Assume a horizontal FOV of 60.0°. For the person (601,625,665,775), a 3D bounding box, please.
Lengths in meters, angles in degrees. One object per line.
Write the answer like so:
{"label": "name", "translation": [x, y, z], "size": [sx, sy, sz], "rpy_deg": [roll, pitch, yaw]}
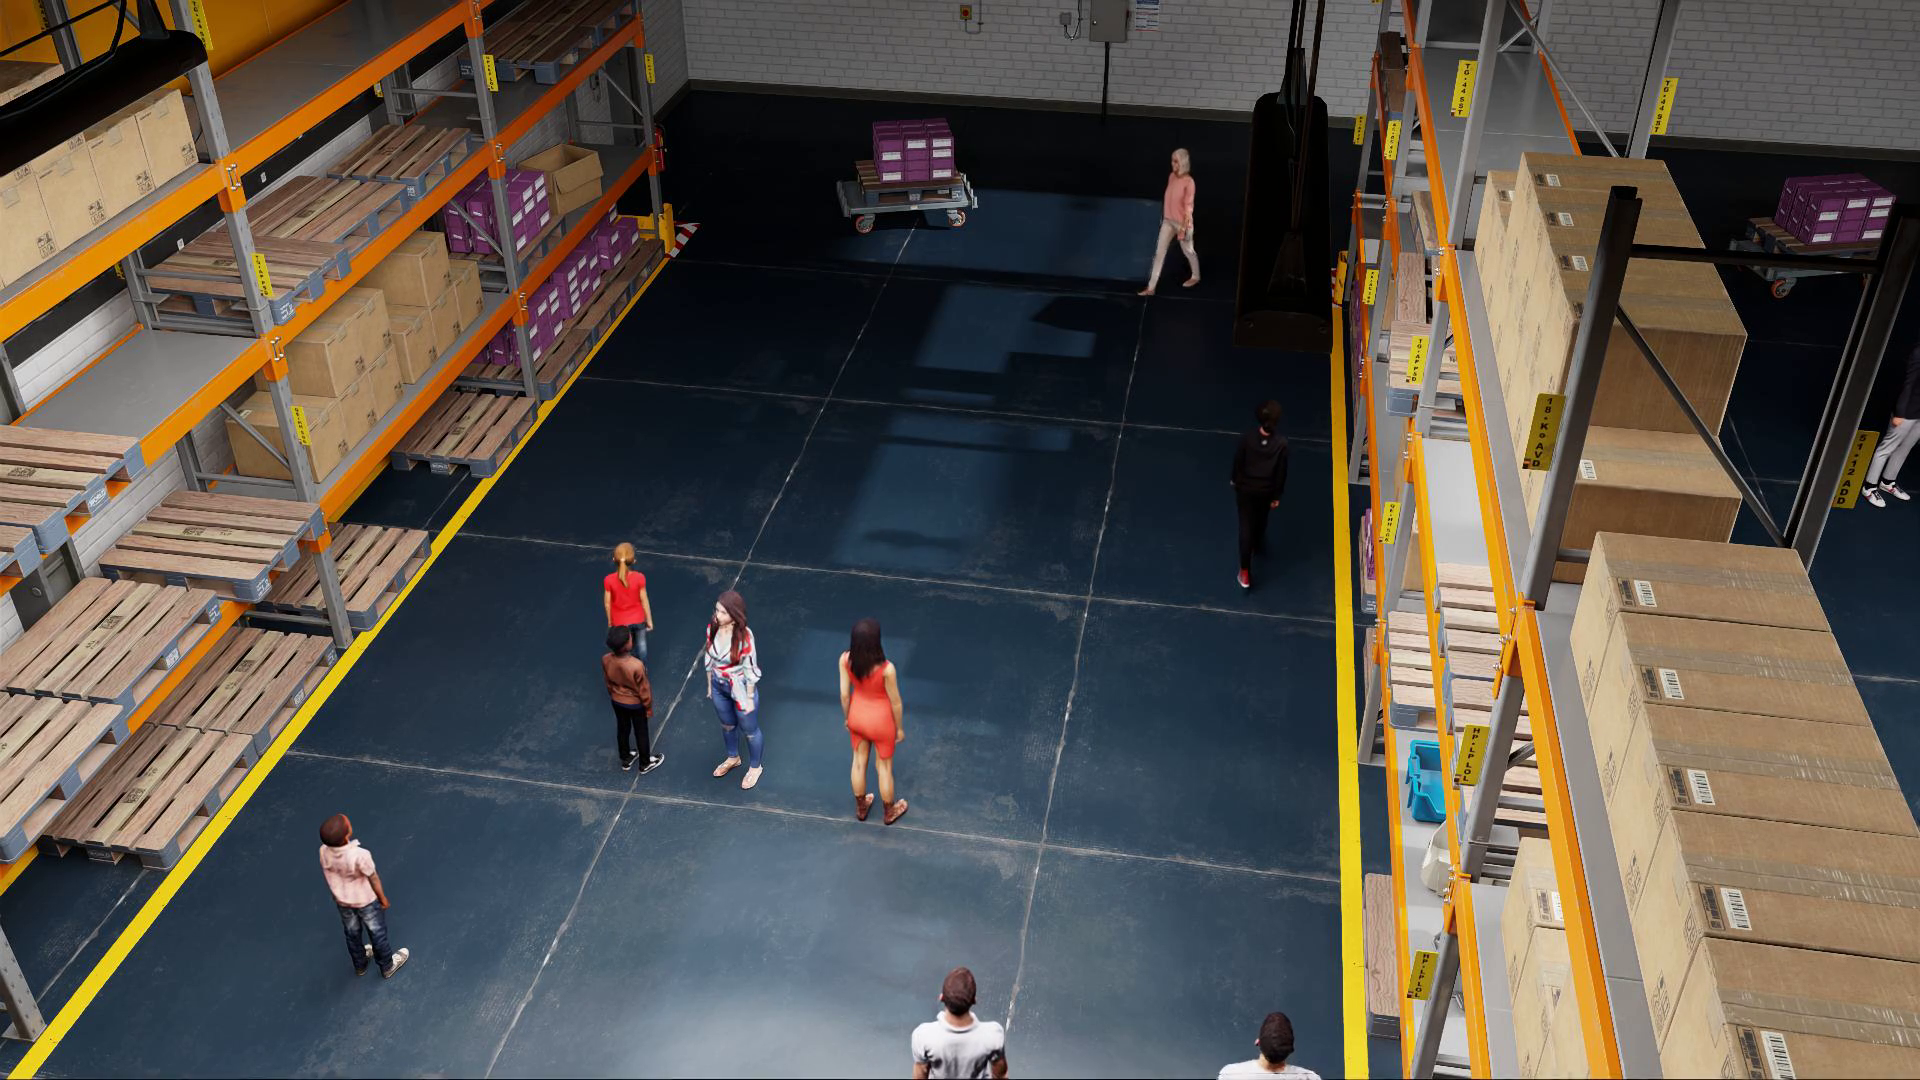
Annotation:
{"label": "person", "translation": [-2.370, 1.142, 11.888], "size": [0.562, 1.256, 0.535], "rpy_deg": [13, 36, 19]}

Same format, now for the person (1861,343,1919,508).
{"label": "person", "translation": [8.522, -1.229, 14.830], "size": [0.799, 1.948, 0.793], "rpy_deg": [-11, 35, -17]}

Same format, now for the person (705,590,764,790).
{"label": "person", "translation": [-1.586, 1.036, 11.723], "size": [0.652, 1.614, 0.629], "rpy_deg": [18, 38, 25]}

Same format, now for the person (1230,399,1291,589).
{"label": "person", "translation": [2.457, -0.371, 13.816], "size": [0.617, 1.641, 1.062], "rpy_deg": [5, 34, 8]}

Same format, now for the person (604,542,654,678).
{"label": "person", "translation": [-2.512, 0.650, 12.605], "size": [0.665, 1.281, 0.778], "rpy_deg": [-12, 35, -17]}

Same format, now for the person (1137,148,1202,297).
{"label": "person", "translation": [2.505, -3.531, 18.539], "size": [1.151, 1.676, 1.103], "rpy_deg": [-20, 39, -27]}

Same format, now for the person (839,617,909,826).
{"label": "person", "translation": [-0.602, 1.239, 11.325], "size": [0.626, 1.718, 0.590], "rpy_deg": [12, 36, 18]}

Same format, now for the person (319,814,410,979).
{"label": "person", "translation": [-3.730, 2.192, 10.262], "size": [0.507, 1.307, 0.481], "rpy_deg": [5, 34, 7]}

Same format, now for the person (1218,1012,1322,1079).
{"label": "person", "translation": [1.522, 3.137, 8.377], "size": [0.690, 1.819, 1.171], "rpy_deg": [7, 34, 10]}

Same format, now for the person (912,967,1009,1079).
{"label": "person", "translation": [-0.007, 2.929, 8.661], "size": [0.709, 1.851, 0.637], "rpy_deg": [-3, 34, -5]}
